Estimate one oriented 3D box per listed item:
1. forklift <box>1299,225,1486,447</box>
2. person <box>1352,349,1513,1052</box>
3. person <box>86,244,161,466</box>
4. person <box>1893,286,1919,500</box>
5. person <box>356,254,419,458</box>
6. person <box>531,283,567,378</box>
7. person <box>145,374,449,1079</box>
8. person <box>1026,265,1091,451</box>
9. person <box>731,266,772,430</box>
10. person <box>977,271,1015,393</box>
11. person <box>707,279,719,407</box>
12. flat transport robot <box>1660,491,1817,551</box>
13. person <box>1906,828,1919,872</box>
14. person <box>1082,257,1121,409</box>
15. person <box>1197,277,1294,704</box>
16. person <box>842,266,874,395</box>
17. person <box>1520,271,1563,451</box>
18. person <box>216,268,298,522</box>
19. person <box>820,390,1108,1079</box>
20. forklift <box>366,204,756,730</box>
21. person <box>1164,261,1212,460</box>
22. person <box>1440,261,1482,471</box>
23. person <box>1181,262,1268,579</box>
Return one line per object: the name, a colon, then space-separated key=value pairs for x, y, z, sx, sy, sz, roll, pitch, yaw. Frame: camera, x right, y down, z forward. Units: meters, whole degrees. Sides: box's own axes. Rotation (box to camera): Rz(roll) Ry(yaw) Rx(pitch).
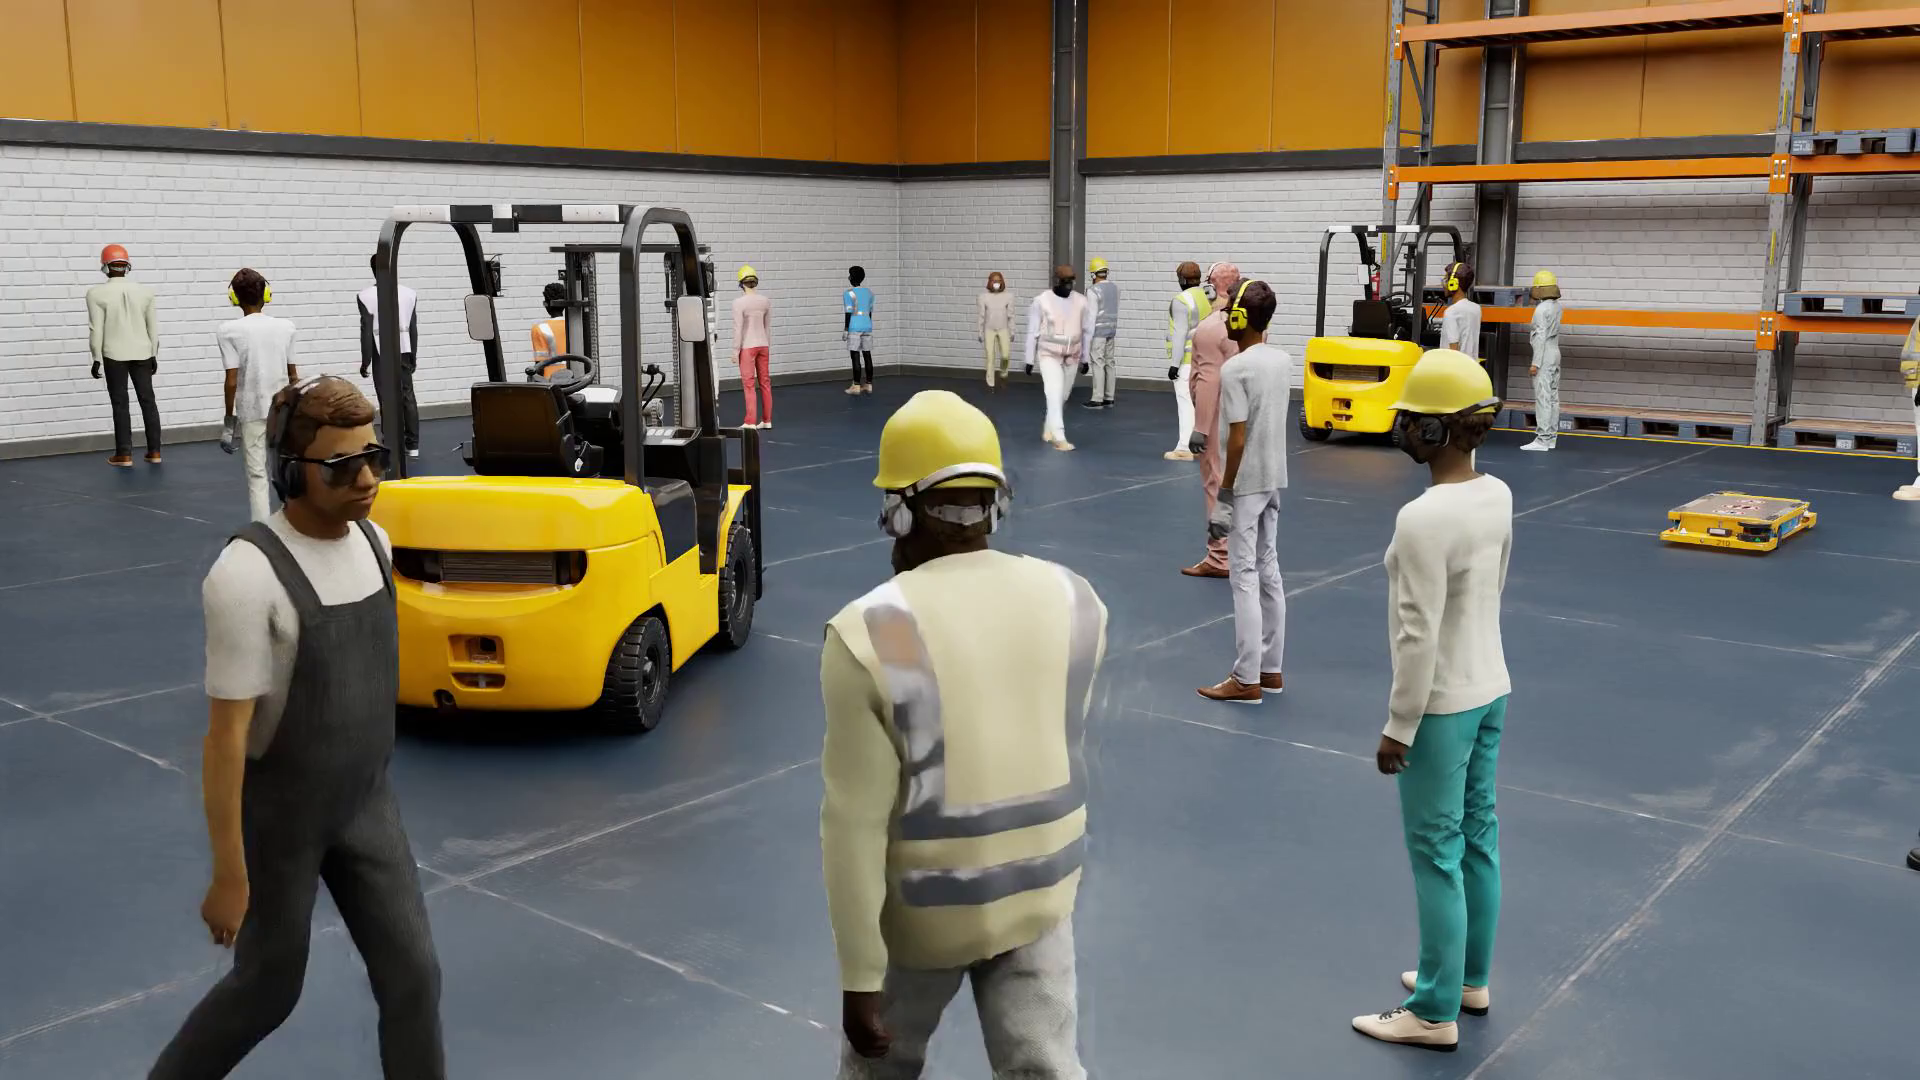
forklift: x=4.449 y=-2.115 z=16.993 sx=1.214 sy=2.155 sz=2.313 roll=8 pitch=13 yaw=38
person: x=1.204 y=0.407 z=4.206 sx=0.325 sy=1.769 sz=0.524 roll=9 pitch=13 yaw=40
person: x=-7.573 y=-1.669 z=15.074 sx=0.387 sy=1.996 sz=0.611 roll=9 pitch=13 yaw=40
person: x=7.600 y=-1.225 z=13.036 sx=0.430 sy=1.845 sz=0.622 roll=9 pitch=13 yaw=40
person: x=-5.325 y=-1.713 z=15.542 sx=0.398 sy=1.915 sz=0.588 roll=9 pitch=13 yaw=40
person: x=-3.191 y=-1.203 z=13.317 sx=0.322 sy=1.697 sz=0.533 roll=9 pitch=13 yaw=40
person: x=-1.377 y=0.548 z=3.387 sx=0.905 sy=1.798 sz=0.570 roll=4 pitch=11 yaw=22
person: x=0.943 y=-1.809 z=16.401 sx=0.642 sy=1.807 sz=0.918 roll=-4 pitch=11 yaw=-23
person: x=-2.232 y=-2.032 z=17.733 sx=0.329 sy=1.764 sz=0.524 roll=9 pitch=13 yaw=40
person: x=0.483 y=-2.767 z=22.189 sx=0.503 sy=1.624 sz=0.371 roll=0 pitch=10 yaw=0
person: x=-3.160 y=-2.538 z=20.199 sx=0.360 sy=1.883 sz=0.574 roll=9 pitch=13 yaw=40
flat transport robot: x=5.356 y=-0.143 z=11.397 sx=0.652 sy=0.197 sz=1.431 roll=8 pitch=13 yaw=38
person: x=3.287 y=0.130 z=5.282 sx=0.376 sy=1.933 sz=0.544 roll=9 pitch=13 yaw=40
person: x=1.689 y=-2.498 z=20.133 sx=0.404 sy=1.827 sz=0.589 roll=9 pitch=13 yaw=40
person: x=1.261 y=-0.204 z=7.334 sx=0.334 sy=1.862 sz=0.521 roll=9 pitch=13 yaw=40
person: x=-1.349 y=-2.773 z=22.013 sx=0.322 sy=1.697 sz=0.533 roll=9 pitch=13 yaw=40
person: x=5.659 y=-1.737 z=16.161 sx=0.313 sy=1.739 sz=0.485 roll=9 pitch=13 yaw=40
person: x=-4.304 y=-0.729 z=10.237 sx=0.334 sy=1.864 sz=0.521 roll=9 pitch=13 yaw=40
person: x=-0.009 y=0.627 z=2.985 sx=0.580 sy=1.775 sz=0.972 roll=-5 pitch=12 yaw=-27
forklift: x=-1.766 y=-0.406 z=7.525 sx=1.214 sy=2.155 sz=2.313 roll=1 pitch=10 yaw=7
person: x=2.124 y=-1.658 z=15.449 sx=0.430 sy=1.840 sz=0.622 roll=9 pitch=13 yaw=40
person: x=3.805 y=-1.190 z=12.795 sx=0.334 sy=1.862 sz=0.521 roll=9 pitch=13 yaw=40
person: x=1.577 y=-0.720 z=10.076 sx=0.401 sy=1.904 sz=0.640 roll=9 pitch=13 yaw=40
